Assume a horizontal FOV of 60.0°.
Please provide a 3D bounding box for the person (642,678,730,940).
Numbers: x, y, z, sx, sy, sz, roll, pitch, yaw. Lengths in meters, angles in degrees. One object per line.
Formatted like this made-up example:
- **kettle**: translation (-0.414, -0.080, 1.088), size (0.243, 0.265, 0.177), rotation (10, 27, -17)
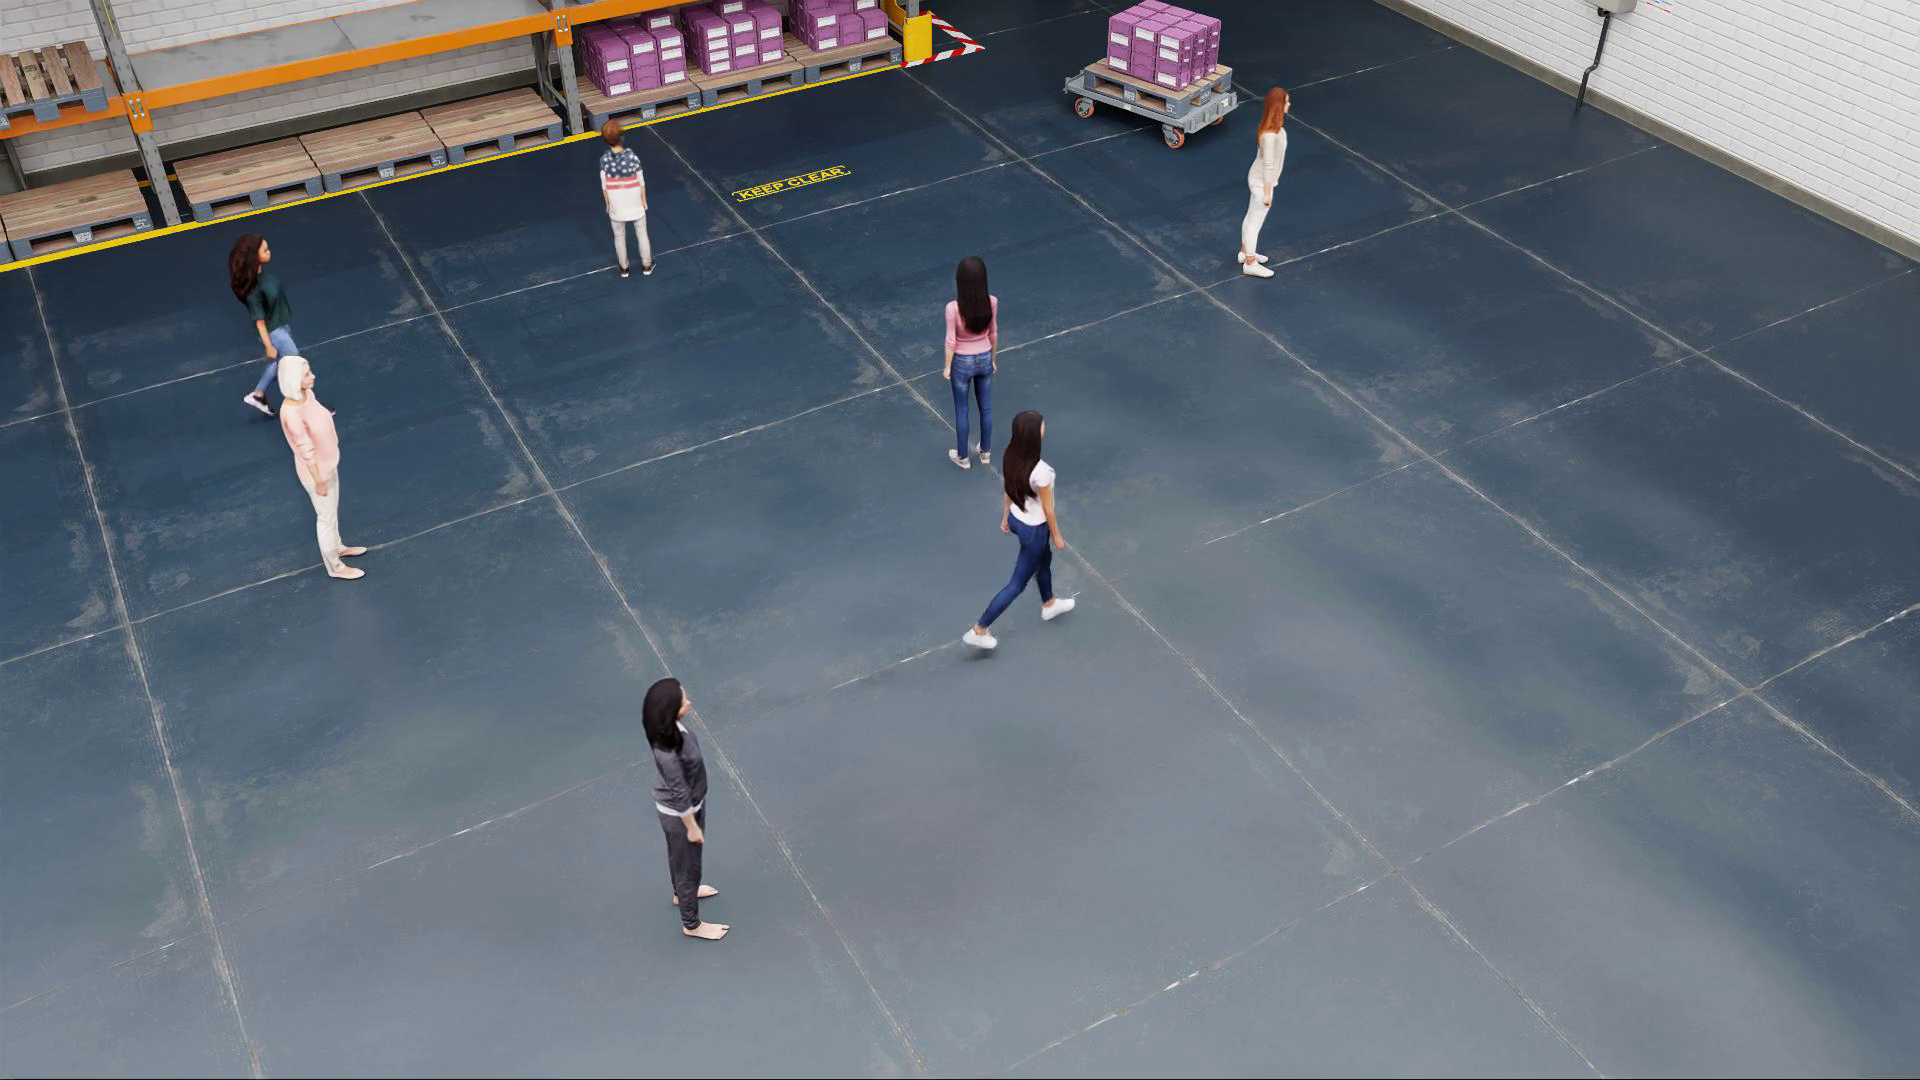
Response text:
- **person**: translation (-1.488, 1.413, 8.825), size (0.584, 1.765, 0.639), rotation (-11, 40, -13)

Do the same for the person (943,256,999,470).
- **person**: translation (0.085, -1.303, 12.244), size (0.491, 1.742, 0.655), rotation (-14, 41, -17)

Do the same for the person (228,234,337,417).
- **person**: translation (-5.327, -1.595, 12.722), size (0.973, 1.602, 0.769), rotation (-7, 39, -9)

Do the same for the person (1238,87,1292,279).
- **person**: translation (2.651, -3.150, 14.583), size (0.722, 1.710, 0.694), rotation (4, 39, 5)

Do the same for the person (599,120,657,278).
- **person**: translation (-2.943, -3.001, 14.614), size (0.516, 1.439, 0.638), rotation (-5, 39, -7)

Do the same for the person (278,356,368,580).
- **person**: translation (-4.353, -0.510, 11.265), size (0.631, 1.724, 0.666), rotation (-7, 39, -8)

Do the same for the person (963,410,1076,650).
- **person**: translation (0.368, -0.017, 10.638), size (1.132, 1.736, 0.647), rotation (-16, 41, -20)
